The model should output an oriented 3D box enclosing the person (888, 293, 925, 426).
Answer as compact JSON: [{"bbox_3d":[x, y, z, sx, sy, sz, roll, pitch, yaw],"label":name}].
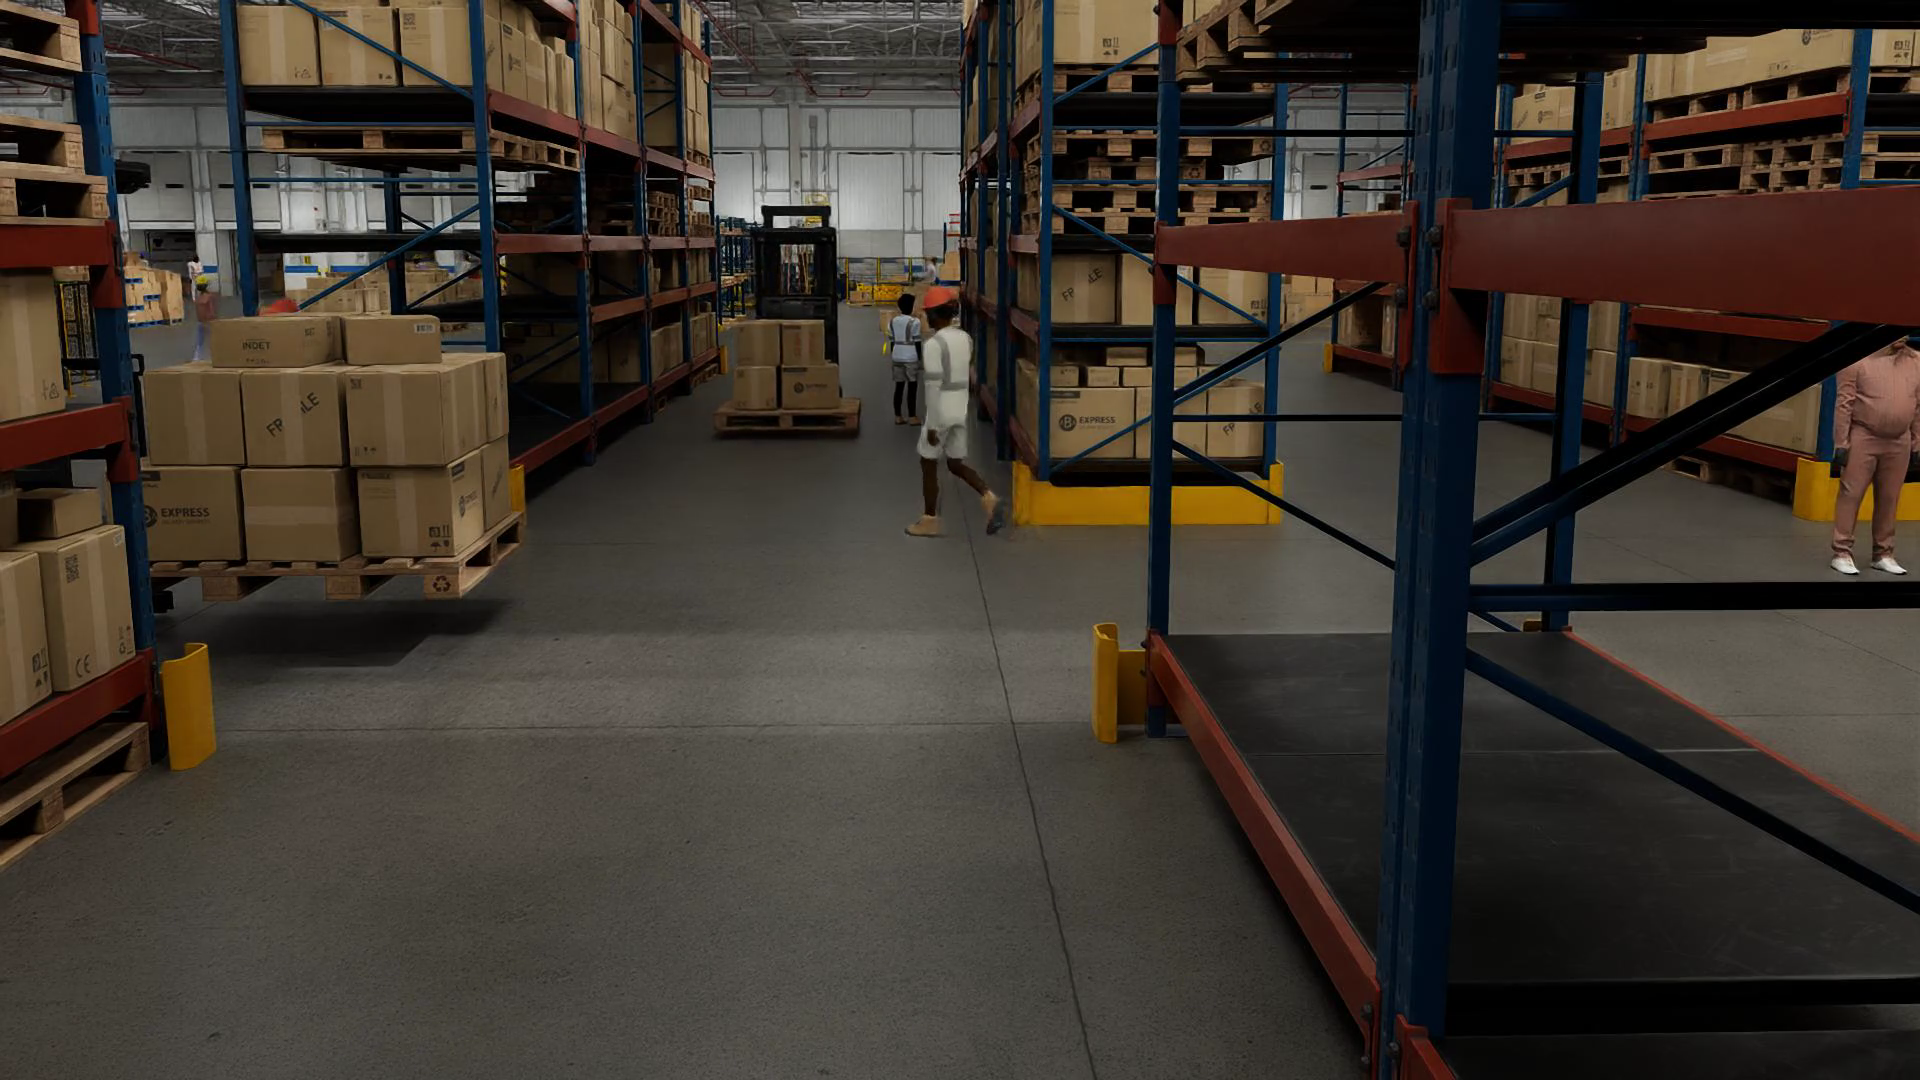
[{"bbox_3d":[-0.689,-2.298,21.251,0.533,1.688,0.334,9,13,40],"label":"person"}]

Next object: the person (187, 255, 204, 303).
[{"bbox_3d":[-29.442,-10.076,64.167,0.430,1.839,0.619,7,13,36],"label":"person"}]

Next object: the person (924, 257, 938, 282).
[{"bbox_3d":[-1.052,-8.477,55.247,1.101,1.858,0.638,0,10,-1],"label":"person"}]

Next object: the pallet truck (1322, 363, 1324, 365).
[{"bbox_3d":[7.712,-4.157,30.737,1.885,1.965,0.823,3,11,16],"label":"pallet truck"}]

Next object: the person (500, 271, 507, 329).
[{"bbox_3d":[-12.467,-6.596,44.625,0.617,1.898,0.443,0,10,3],"label":"person"}]

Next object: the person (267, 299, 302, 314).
[{"bbox_3d":[-5.026,-0.844,12.507,0.599,1.913,0.568,0,10,2],"label":"person"}]

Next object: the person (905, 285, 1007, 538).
[{"bbox_3d":[-0.050,-0.988,13.044,0.798,2.017,0.605,7,12,35],"label":"person"}]

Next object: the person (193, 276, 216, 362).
[{"bbox_3d":[-13.931,-4.024,30.768,0.538,1.718,0.902,4,11,23],"label":"person"}]

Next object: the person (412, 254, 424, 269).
[{"bbox_3d":[-20.454,-9.932,63.211,0.882,1.898,0.599,-7,12,-33],"label":"person"}]

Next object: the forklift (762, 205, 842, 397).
[{"bbox_3d":[-2.201,-3.153,22.684,1.129,2.768,1.873,0,10,-2],"label":"forklift"}]

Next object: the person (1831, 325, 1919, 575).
[{"bbox_3d":[6.484,-0.692,11.723,0.641,1.900,0.401,0,10,-1],"label":"person"}]

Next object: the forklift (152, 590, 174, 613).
[{"bbox_3d":[-5.858,-0.811,9.639,1.873,2.768,1.129,-1,10,-3],"label":"forklift"}]

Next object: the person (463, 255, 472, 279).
[{"bbox_3d":[-19.642,-10.516,66.659,0.503,1.816,0.952,5,11,26],"label":"person"}]

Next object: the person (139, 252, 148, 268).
[{"bbox_3d":[-33.205,-10.760,67.701,0.586,1.935,0.611,3,11,16],"label":"person"}]
